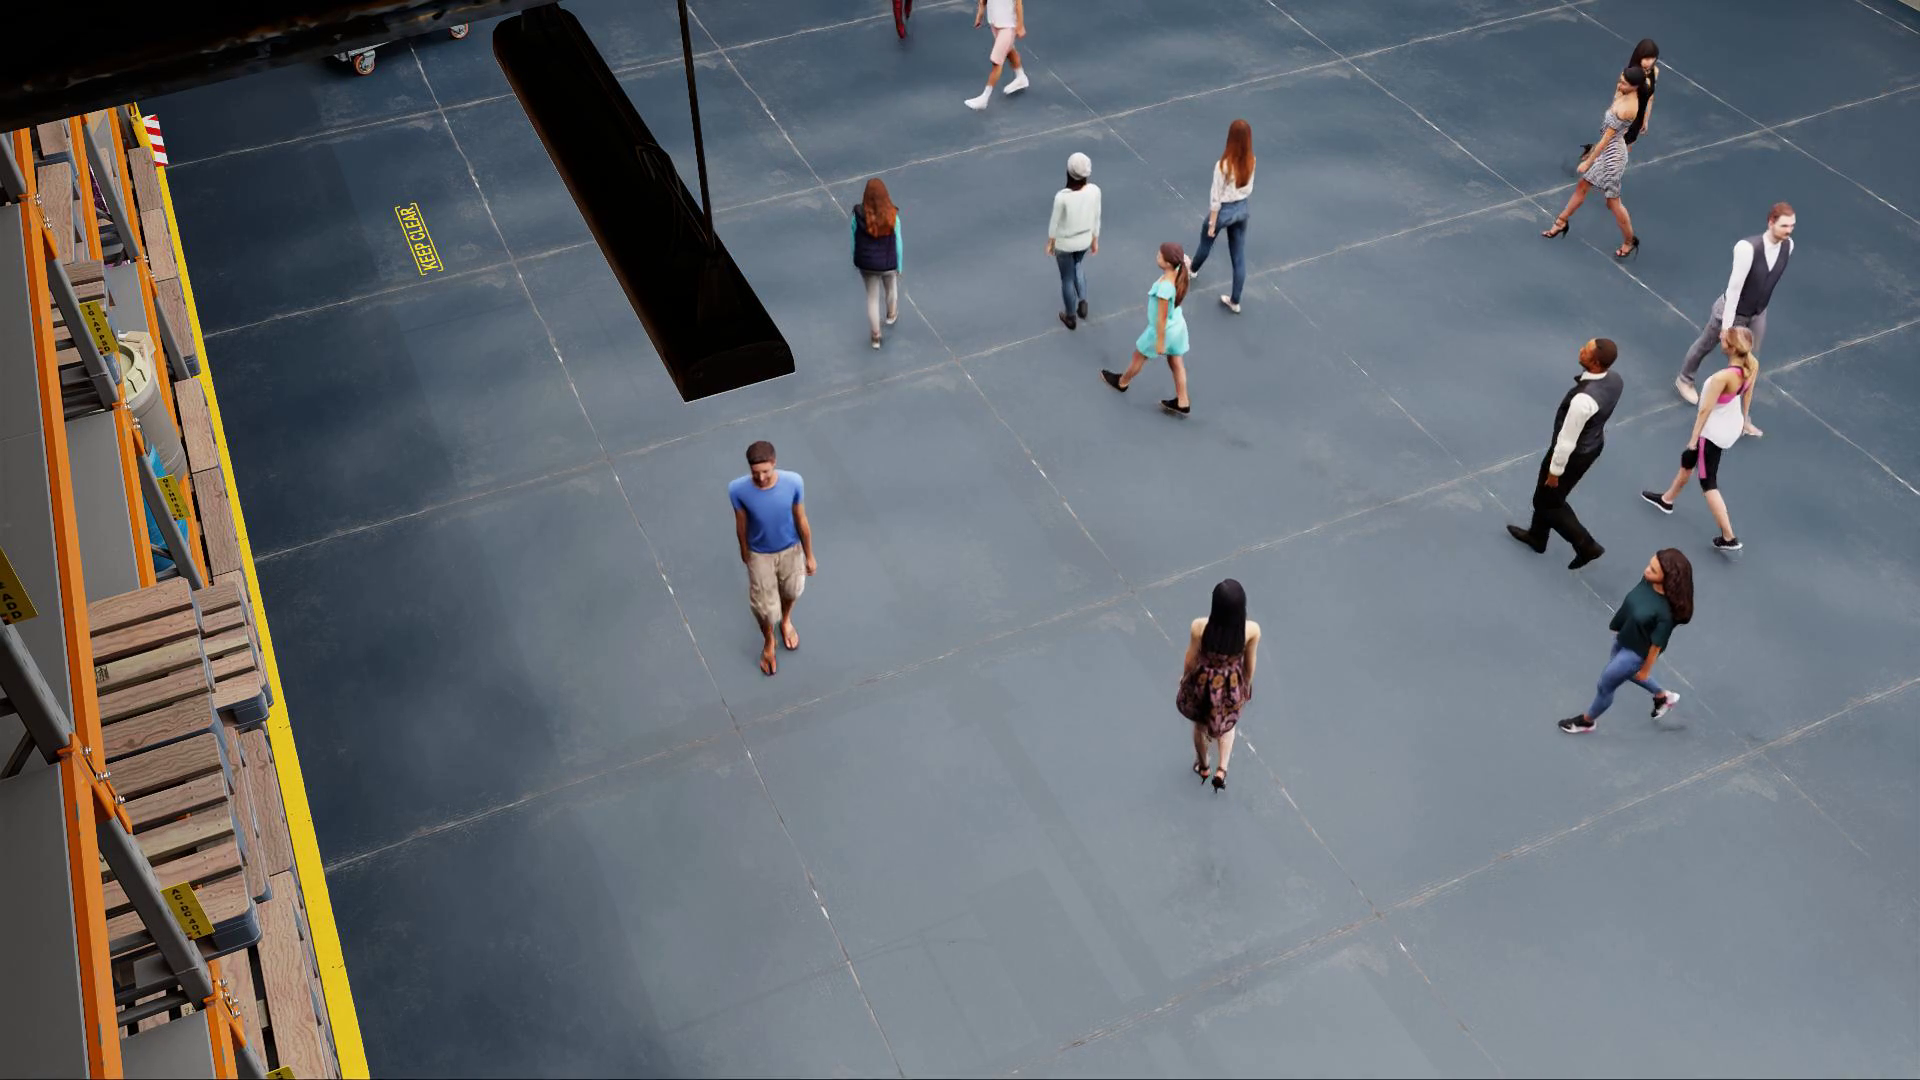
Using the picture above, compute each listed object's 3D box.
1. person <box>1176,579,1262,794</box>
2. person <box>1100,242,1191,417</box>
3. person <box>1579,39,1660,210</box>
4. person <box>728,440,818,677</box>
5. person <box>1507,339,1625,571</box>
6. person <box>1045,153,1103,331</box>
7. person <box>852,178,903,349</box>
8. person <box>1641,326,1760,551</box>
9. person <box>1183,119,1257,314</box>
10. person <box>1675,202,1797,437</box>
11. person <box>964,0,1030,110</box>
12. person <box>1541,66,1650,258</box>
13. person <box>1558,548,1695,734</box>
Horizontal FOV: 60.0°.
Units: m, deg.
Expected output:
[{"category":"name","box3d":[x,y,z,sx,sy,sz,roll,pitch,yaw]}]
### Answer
[{"category":"person","box3d":[1.554,0.940,10.050,0.763,1.769,0.825,0,44,0]},{"category":"person","box3d":[1.662,-1.607,12.904,1.086,1.520,0.895,24,49,23]},{"category":"person","box3d":[6.030,-3.852,15.186,0.602,1.623,0.938,-14,45,-14]},{"category":"person","box3d":[-1.247,-0.009,10.990,0.698,1.846,0.776,-12,45,-13]},{"category":"person","box3d":[4.323,-0.558,11.524,0.887,1.905,1.082,-34,53,-30]},{"category":"person","box3d":[0.966,-2.413,13.665,0.566,1.638,0.561,-18,46,-18]},{"category":"person","box3d":[-0.684,-2.229,13.586,0.779,1.480,0.895,2,44,2]},{"category":"person","box3d":[5.422,-0.676,11.764,0.750,1.745,1.138,-24,48,-23]},{"category":"person","box3d":[2.293,-2.661,13.884,0.631,1.695,1.045,-16,46,-16]},{"category":"person","box3d":[5.958,-1.813,12.845,0.841,1.899,1.205,-8,44,-9]},{"category":"person","box3d":[0.501,-5.159,16.475,0.884,1.737,1.108,-27,50,-25]},{"category":"person","box3d":[5.730,-3.216,14.410,1.076,1.772,1.043,15,46,15]},{"category":"person","box3d":[4.322,0.669,10.458,0.907,1.599,0.990,-1,44,-1]}]
